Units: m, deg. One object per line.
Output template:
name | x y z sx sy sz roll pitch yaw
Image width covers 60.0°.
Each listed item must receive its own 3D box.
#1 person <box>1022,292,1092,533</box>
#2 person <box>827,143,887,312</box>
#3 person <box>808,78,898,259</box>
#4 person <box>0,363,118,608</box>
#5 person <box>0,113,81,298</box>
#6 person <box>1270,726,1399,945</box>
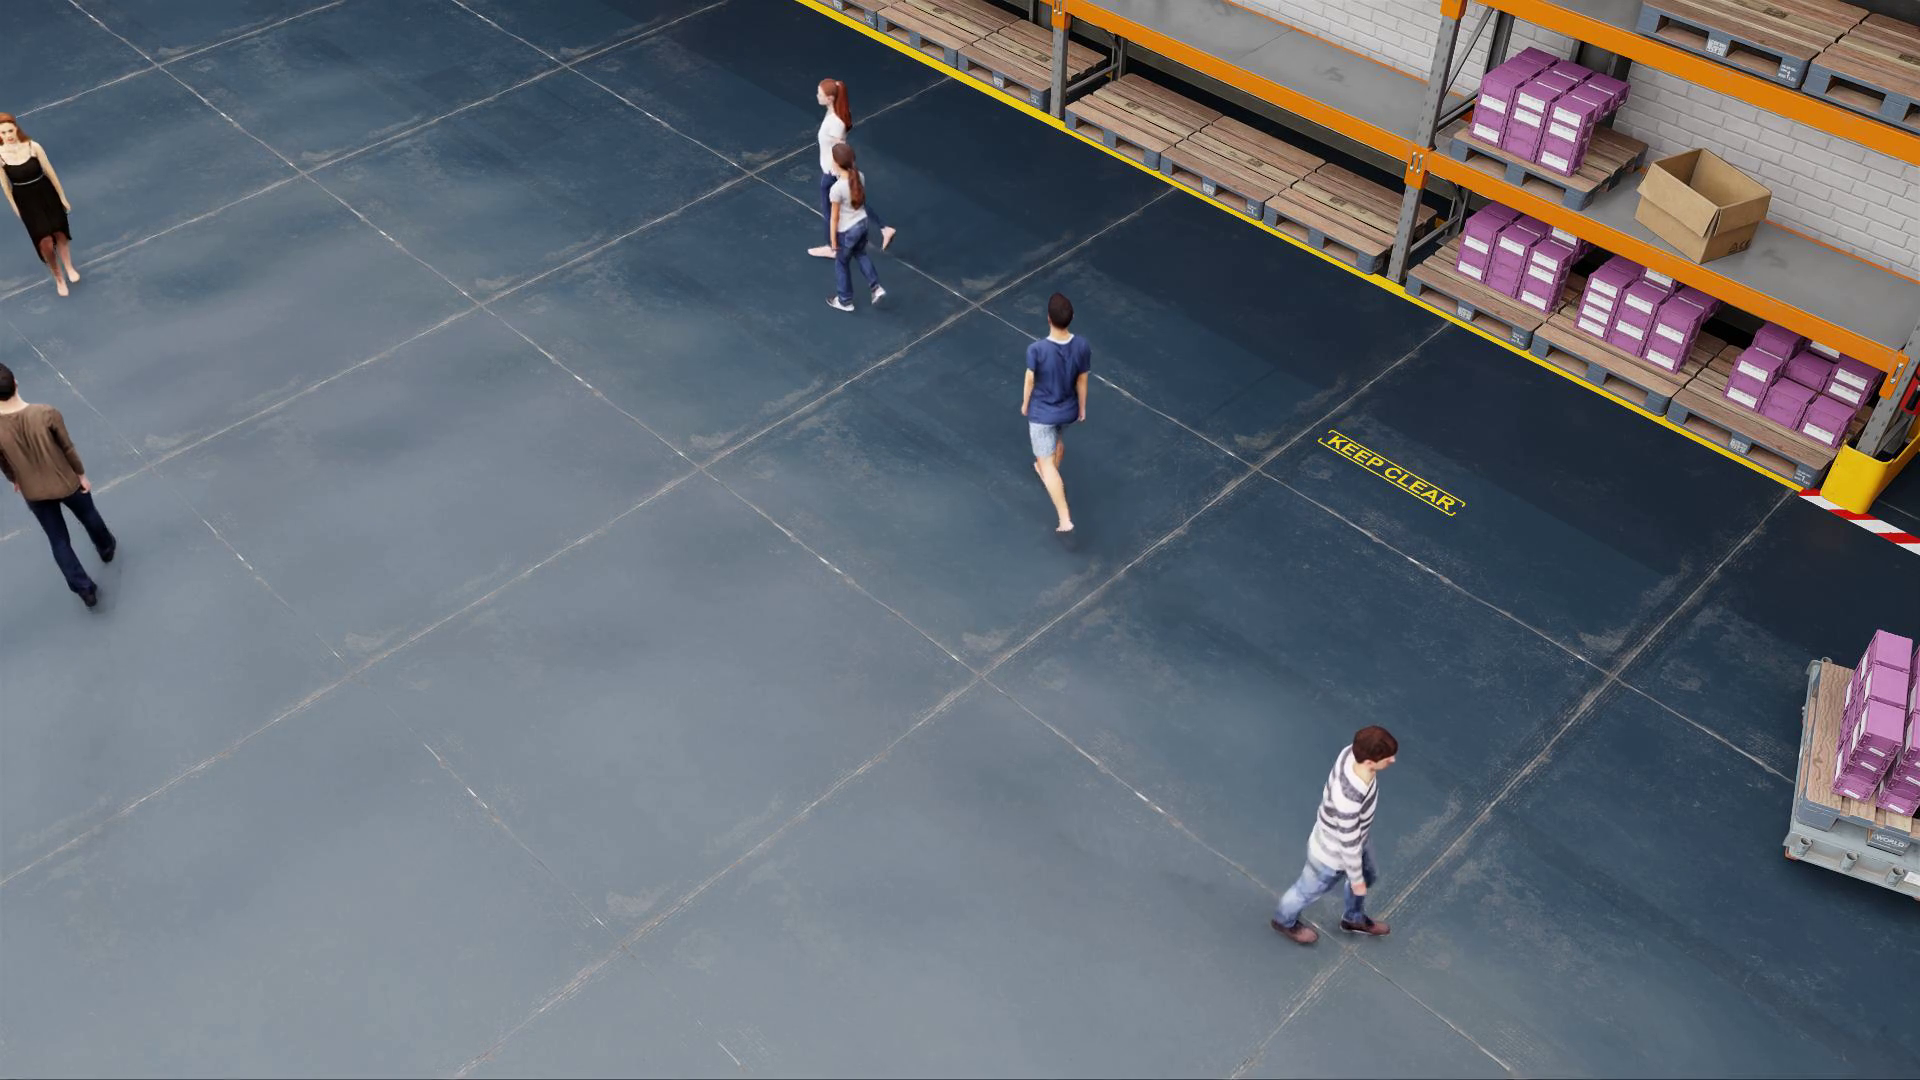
person | 0.686 -0.860 11.703 0.934 1.816 1.217 -14 45 -15
person | -0.855 -2.554 13.672 0.738 1.554 0.559 28 50 26
person | -0.937 -3.134 14.163 1.080 1.716 0.915 7 44 7
person | -6.101 -0.334 11.119 0.911 1.860 1.130 -16 46 -16
person | -7.760 -2.884 13.976 0.612 1.611 0.705 -28 50 -26
person | 1.966 1.630 9.084 0.994 1.823 0.840 18 46 18
